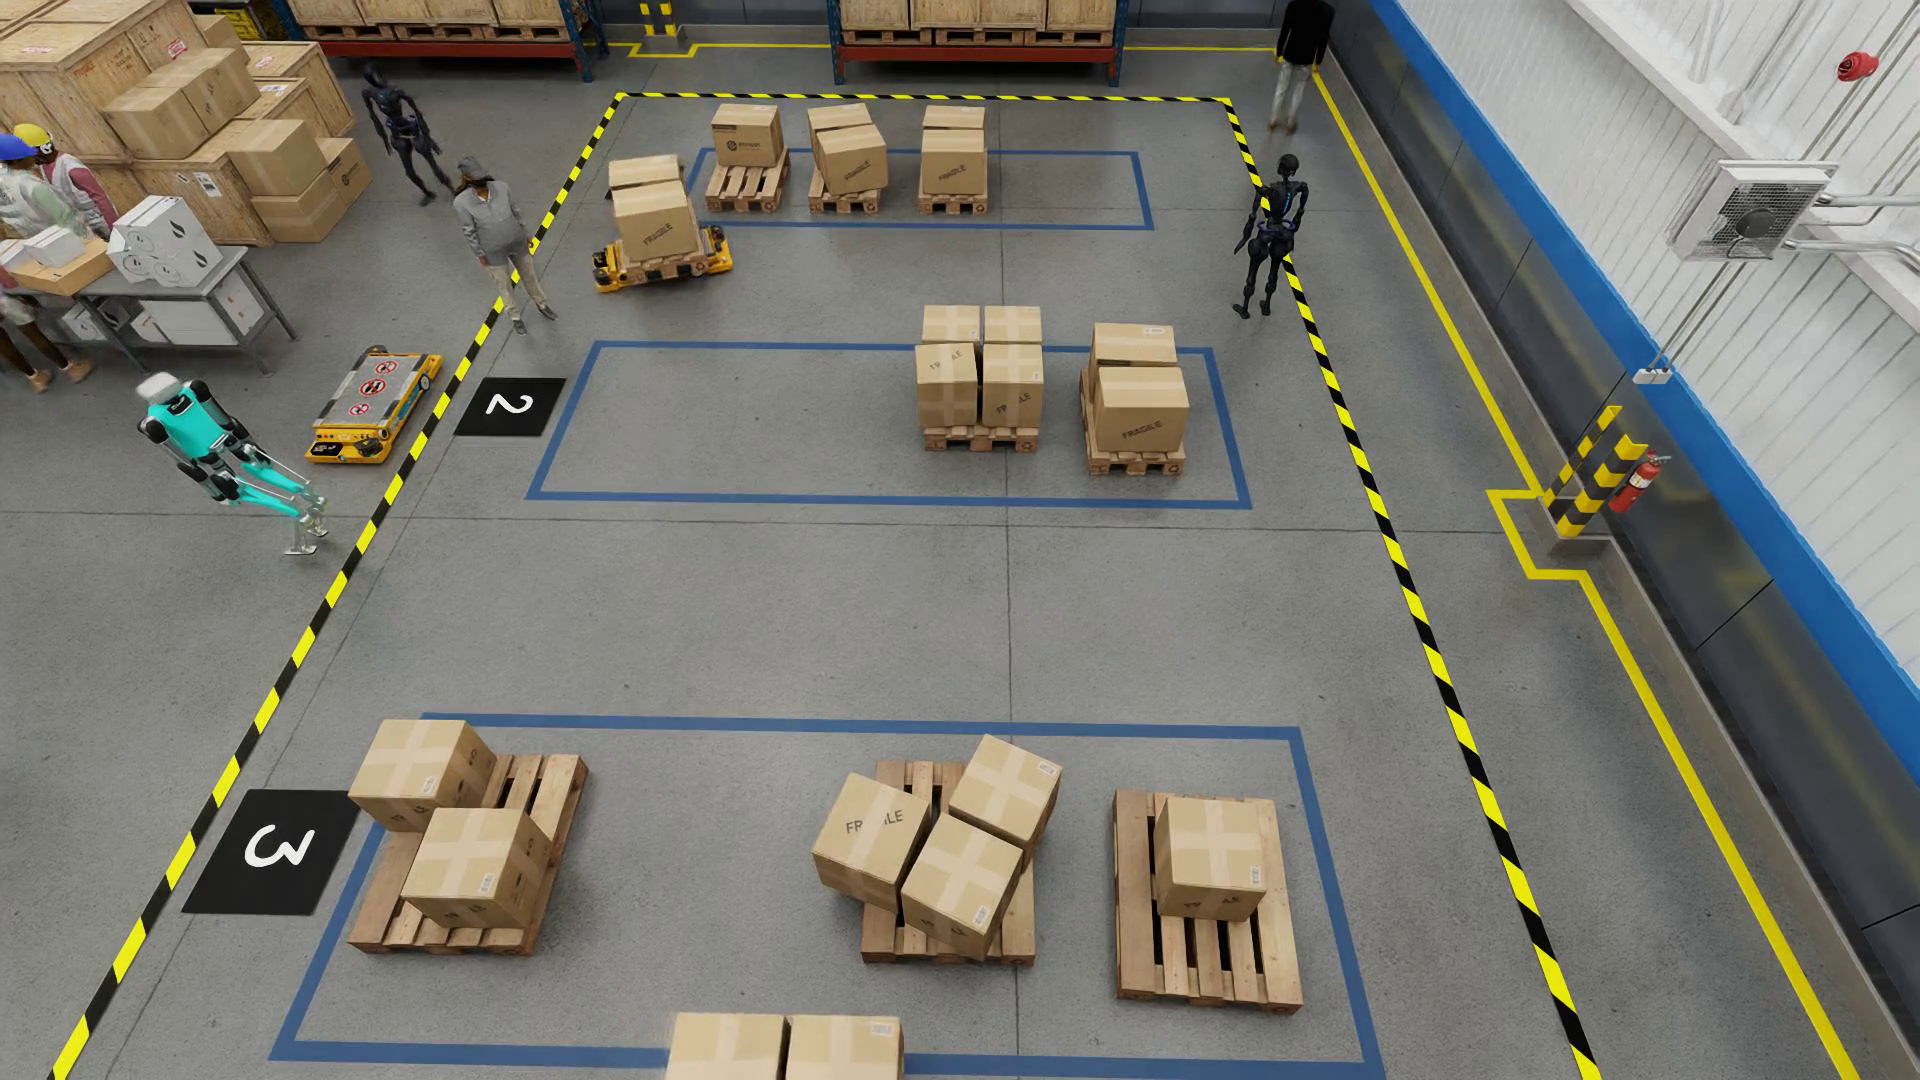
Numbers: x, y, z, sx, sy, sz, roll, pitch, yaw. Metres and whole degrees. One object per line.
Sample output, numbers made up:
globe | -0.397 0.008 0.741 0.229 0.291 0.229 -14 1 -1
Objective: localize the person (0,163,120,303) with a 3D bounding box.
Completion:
person | -9.127 -3.159 8.982 0.582 1.882 0.347 10 51 9

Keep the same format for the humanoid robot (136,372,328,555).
humanoid robot | -5.177 -0.498 6.741 0.735 1.673 0.533 8 50 7

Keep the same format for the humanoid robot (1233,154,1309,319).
humanoid robot | 3.011 -2.935 8.920 0.599 1.655 0.315 -6 50 -5

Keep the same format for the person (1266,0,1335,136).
person | 4.232 -6.034 11.414 0.589 1.882 0.380 21 53 17

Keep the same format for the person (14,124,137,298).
person | -8.542 -3.189 9.041 0.597 1.832 0.404 19 52 15

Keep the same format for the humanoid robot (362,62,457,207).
humanoid robot | -6.186 -4.531 10.278 0.616 1.627 0.393 -1 50 -1

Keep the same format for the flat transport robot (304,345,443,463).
flat transport robot | -5.383 -1.269 8.441 0.659 0.231 1.431 1 50 1

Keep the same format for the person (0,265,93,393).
person | -8.649 -2.205 8.072 0.613 2.040 0.388 -16 52 -13

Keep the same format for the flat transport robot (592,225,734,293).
flat transport robot | -3.239 -3.073 9.949 1.431 0.197 0.652 -14 51 -12

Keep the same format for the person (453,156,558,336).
person | -4.376 -2.820 8.769 0.400 1.768 0.574 37 59 27

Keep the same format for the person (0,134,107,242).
person | -8.497 -3.015 8.853 0.598 1.887 0.900 18 52 15
